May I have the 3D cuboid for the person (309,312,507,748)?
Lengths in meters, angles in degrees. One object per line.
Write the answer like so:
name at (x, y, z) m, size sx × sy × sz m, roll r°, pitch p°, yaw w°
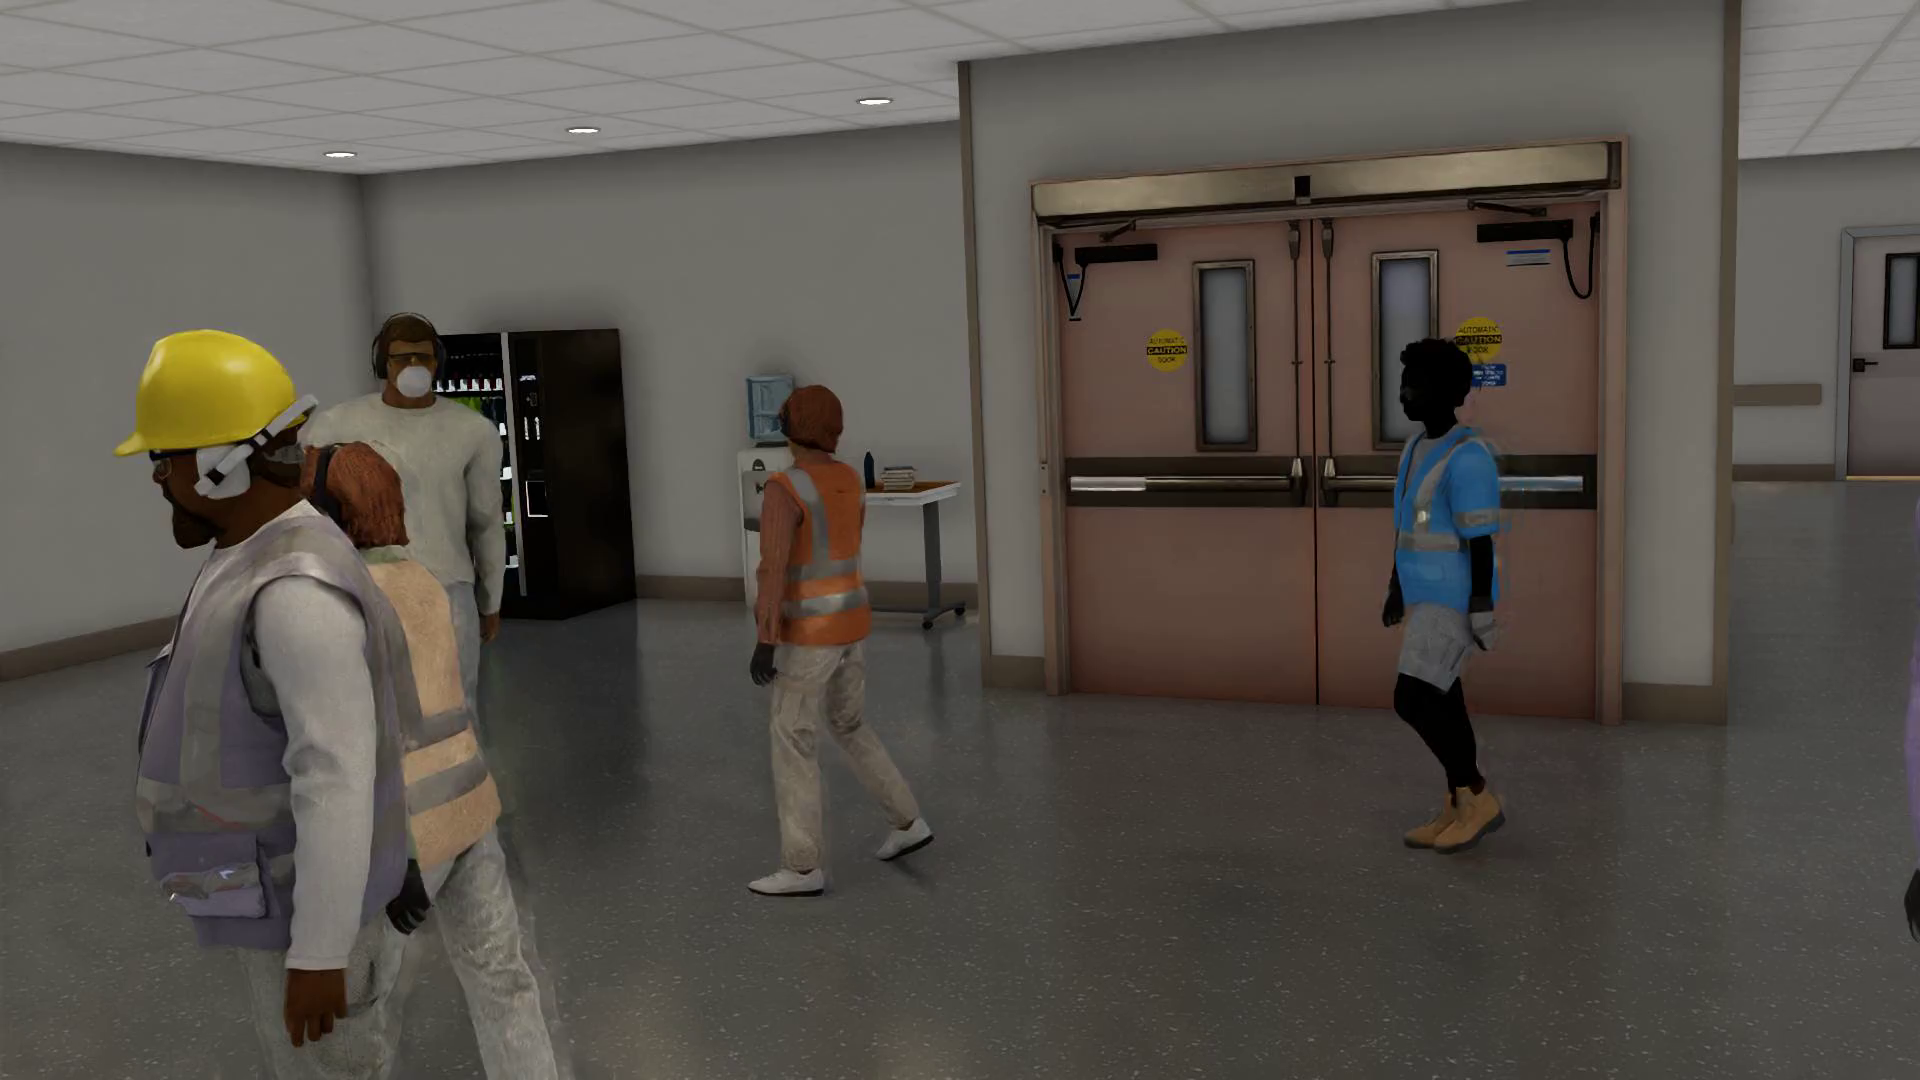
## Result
person at (-1.860, 0.178, 5.701) m, size 0.639 × 1.911 × 0.922 m, roll -4°, pitch 8°, yaw -16°

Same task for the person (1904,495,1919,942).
person at (1.729, 0.460, 2.416) m, size 0.643 × 1.909 × 0.400 m, roll 1°, pitch 8°, yaw 24°

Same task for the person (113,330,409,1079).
person at (-1.116, 0.573, 2.737) m, size 0.404 × 1.827 × 0.588 m, roll -6°, pitch 8°, yaw -28°

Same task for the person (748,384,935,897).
person at (-0.411, 0.315, 5.300) m, size 0.428 × 1.619 × 0.564 m, roll 1°, pitch 8°, yaw 25°

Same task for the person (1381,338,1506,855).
person at (1.540, 0.192, 5.376) m, size 0.372 × 1.684 × 0.541 m, roll -2°, pitch 7°, yaw 1°

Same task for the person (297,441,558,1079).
person at (-1.193, 0.604, 3.354) m, size 0.814 × 1.592 × 0.533 m, roll -1°, pitch 7°, yaw 8°
